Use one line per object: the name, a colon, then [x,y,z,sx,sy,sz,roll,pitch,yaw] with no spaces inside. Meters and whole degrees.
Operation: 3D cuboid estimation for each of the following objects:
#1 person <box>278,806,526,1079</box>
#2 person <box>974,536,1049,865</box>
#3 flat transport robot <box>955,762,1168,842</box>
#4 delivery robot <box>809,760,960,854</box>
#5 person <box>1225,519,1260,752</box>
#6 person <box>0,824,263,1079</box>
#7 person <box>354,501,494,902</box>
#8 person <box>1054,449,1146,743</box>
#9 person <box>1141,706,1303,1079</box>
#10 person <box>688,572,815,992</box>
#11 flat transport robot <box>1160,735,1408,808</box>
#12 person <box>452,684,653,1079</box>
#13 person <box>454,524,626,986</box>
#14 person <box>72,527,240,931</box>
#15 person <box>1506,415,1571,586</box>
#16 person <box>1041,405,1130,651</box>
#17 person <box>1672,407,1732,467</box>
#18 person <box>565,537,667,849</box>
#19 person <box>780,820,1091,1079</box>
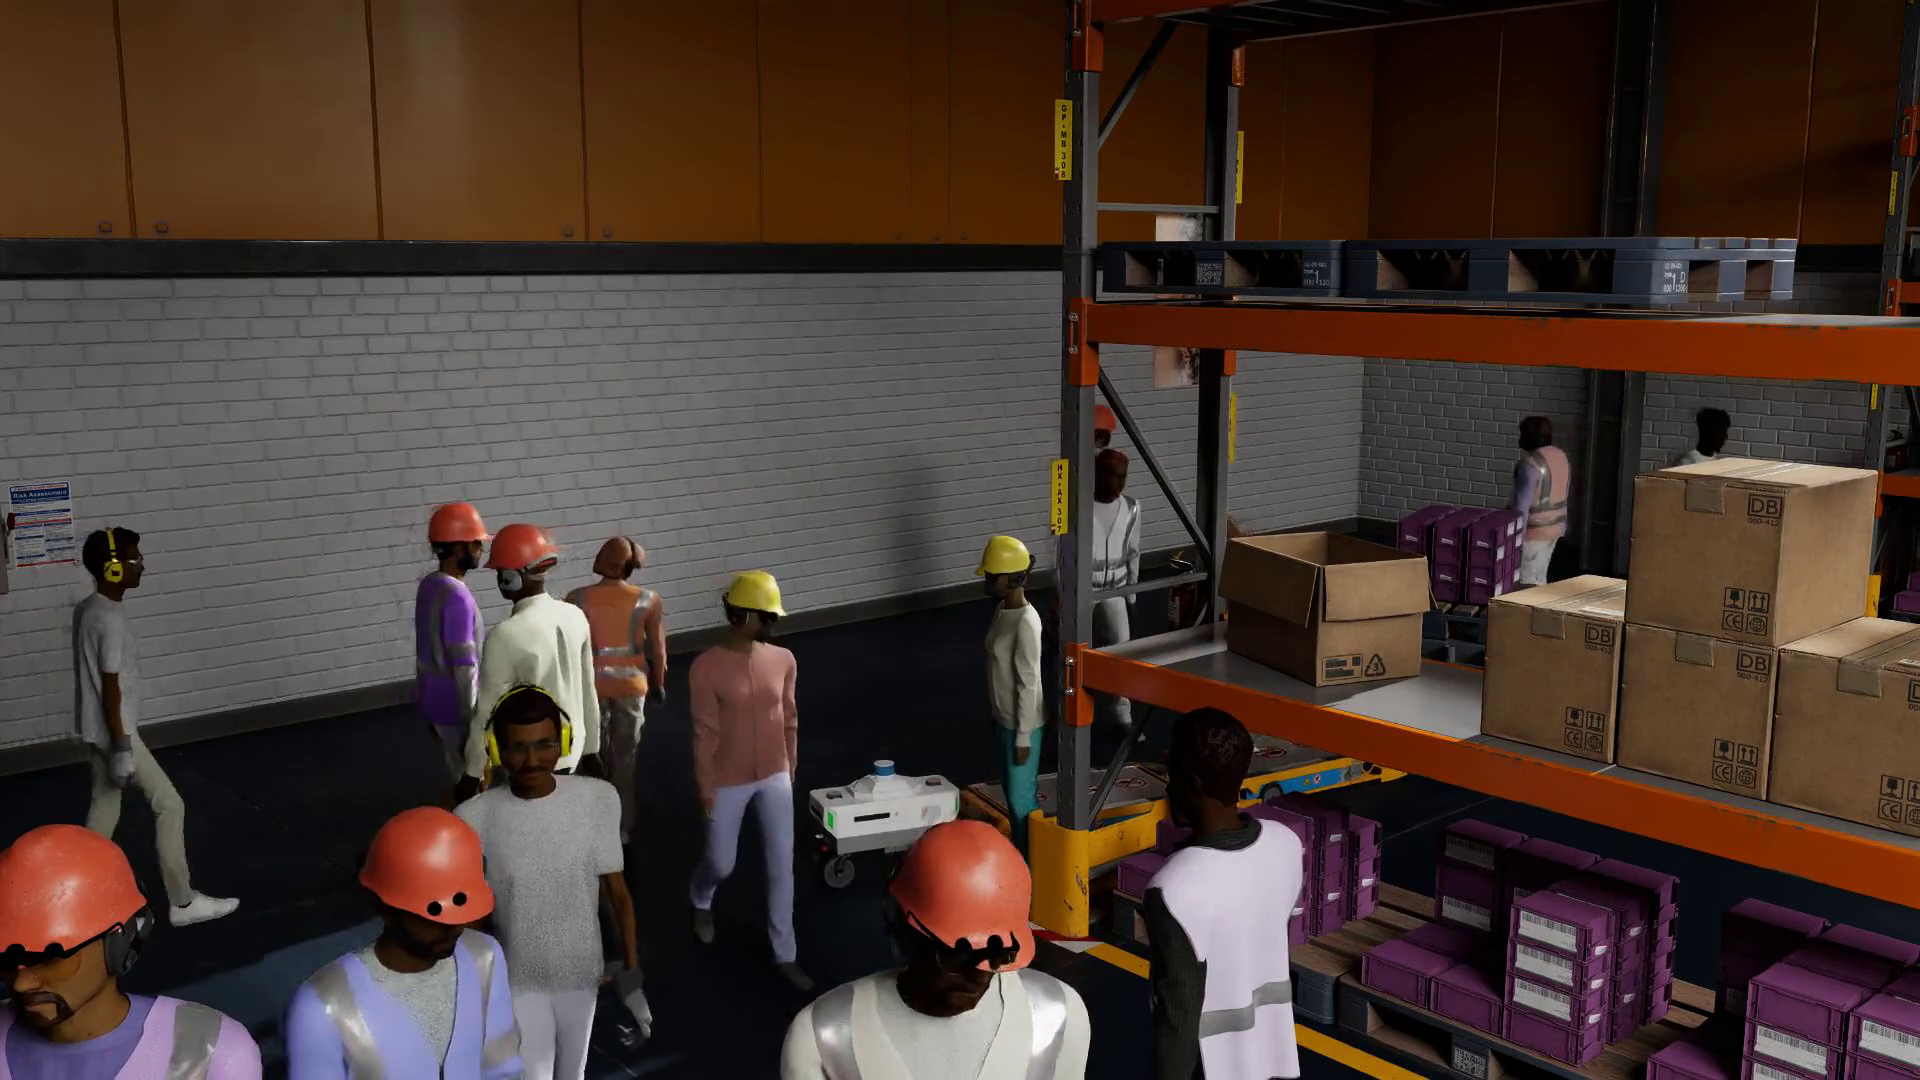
person: [-1.169,1.488,3.654,1.033,1.867,0.561,6,11,32]
person: [0.233,0.849,7.746,0.342,1.760,0.533,-2,10,-10]
flat transport robot: [0.578,1.417,8.757,1.431,0.197,0.652,-4,11,-24]
delivery robot: [-0.373,1.326,8.183,0.707,0.478,0.477,-4,10,-22]
person: [1.476,0.653,9.287,0.378,1.613,0.567,-3,10,-16]
person: [-1.575,1.504,3.061,0.605,2.045,0.378,0,10,-3]
person: [-2.429,0.778,7.719,0.771,1.913,0.551,-6,11,-31]
person: [0.858,0.350,10.438,0.587,1.847,0.673,-3,10,-18]
person: [0.660,1.368,4.228,0.372,1.916,0.597,8,13,39]
person: [-0.909,0.986,7.025,0.531,1.725,0.760,-6,11,-31]
flat transport robot: [1.814,1.288,9.510,1.431,0.197,0.652,-6,11,-31]
person: [-1.220,1.299,4.931,0.512,1.832,0.969,-5,11,-27]
person: [-1.781,0.893,6.964,1.054,1.938,0.621,3,10,19]
person: [-3.629,0.853,7.442,0.767,1.846,0.555,-8,13,-40]
person: [4.493,-0.047,12.787,0.652,1.828,0.650,-9,13,-43]
person: [0.983,-0.084,12.777,0.552,1.908,0.890,9,13,44]
person: [5.630,-0.061,12.612,0.703,1.908,0.862,-8,13,-40]
person: [-1.802,0.792,8.586,0.554,1.613,0.721,-1,10,-3]
person: [-0.043,1.514,3.147,0.644,1.988,1.000,-1,10,-7]
